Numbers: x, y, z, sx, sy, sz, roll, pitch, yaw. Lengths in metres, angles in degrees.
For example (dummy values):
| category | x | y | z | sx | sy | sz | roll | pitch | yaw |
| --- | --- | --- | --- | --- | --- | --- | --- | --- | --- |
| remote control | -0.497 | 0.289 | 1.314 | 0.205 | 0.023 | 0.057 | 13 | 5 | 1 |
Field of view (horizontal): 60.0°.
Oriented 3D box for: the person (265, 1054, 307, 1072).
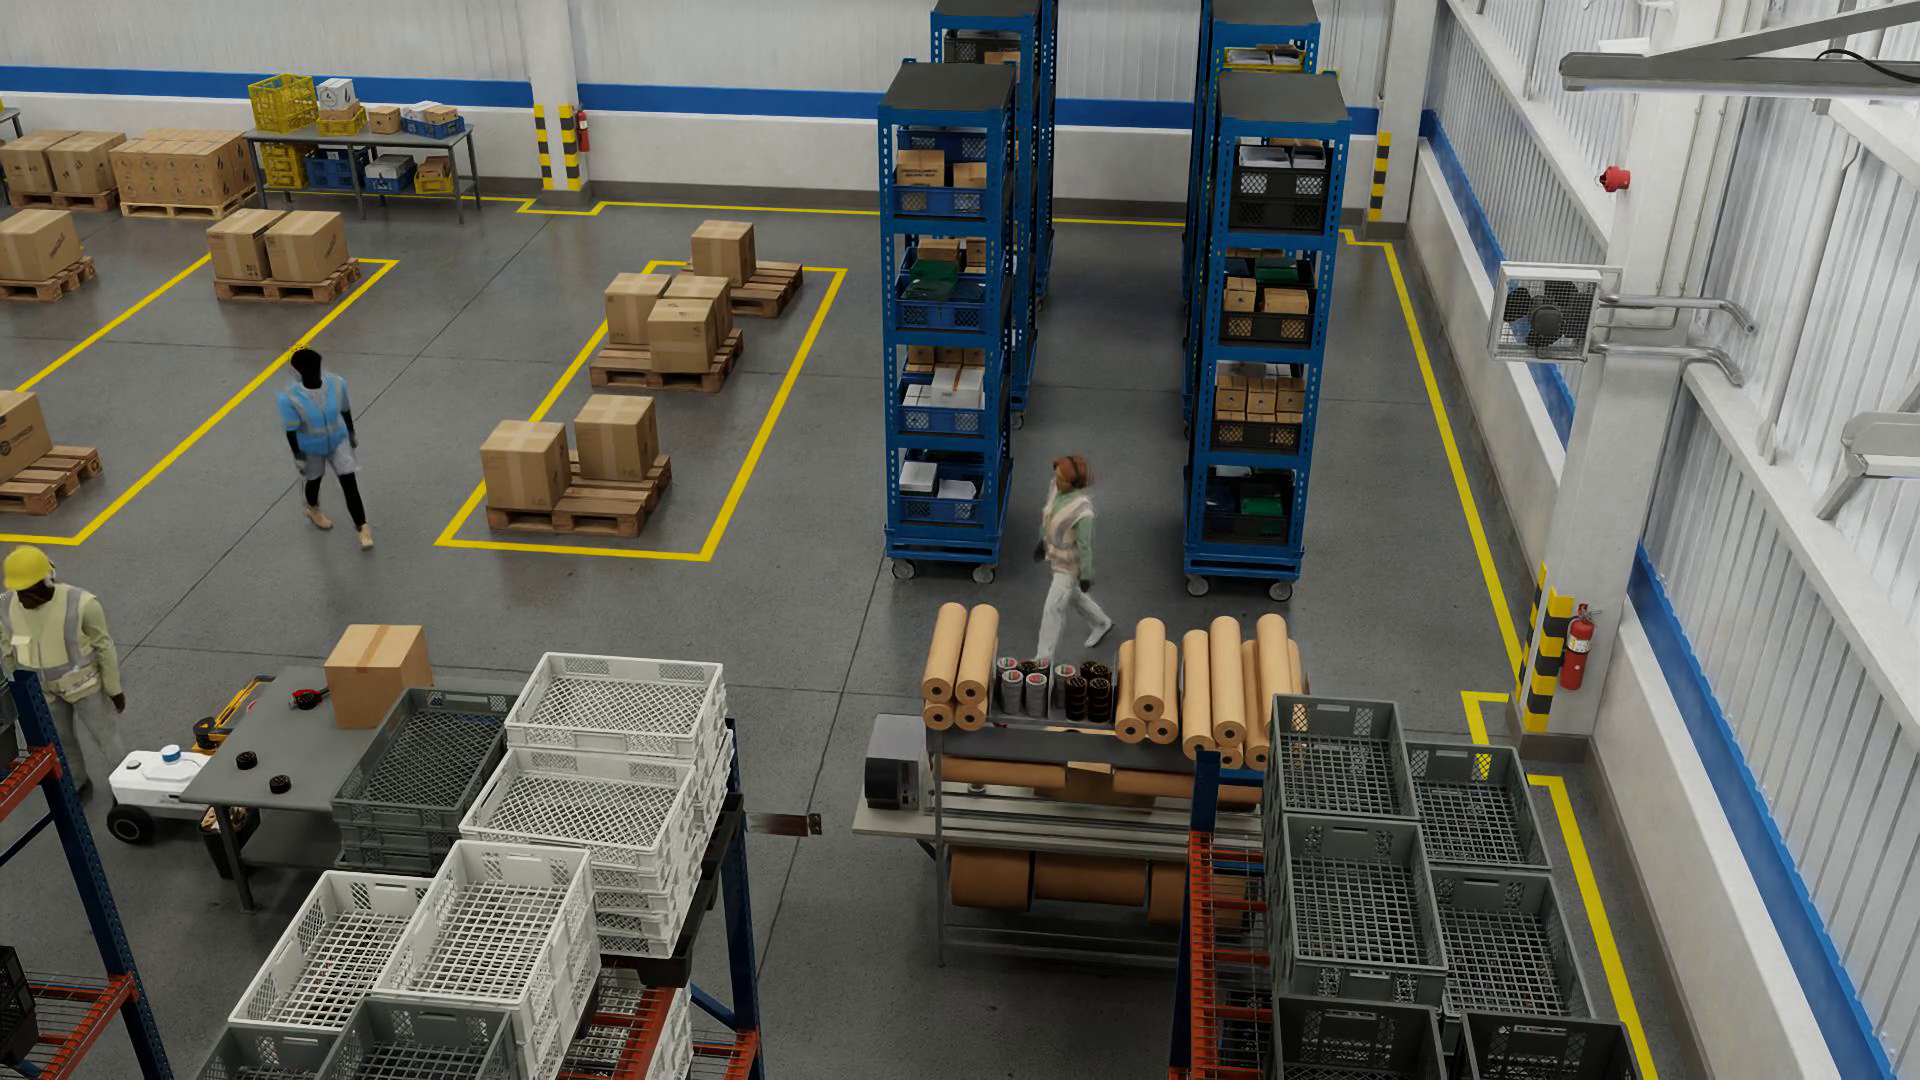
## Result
| category | x | y | z | sx | sy | sz | roll | pitch | yaw |
| --- | --- | --- | --- | --- | --- | --- | --- | --- | --- |
| person | -2.486 | 2.744 | 6.340 | 0.359 | 1.903 | 0.791 | 15 | 33 | 24 |

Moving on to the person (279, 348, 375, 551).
| category | x | y | z | sx | sy | sz | roll | pitch | yaw |
| --- | --- | --- | --- | --- | --- | --- | --- | --- | --- |
| person | -4.801 | -0.726 | 12.530 | 0.567 | 1.642 | 0.896 | -22 | 37 | -33 |

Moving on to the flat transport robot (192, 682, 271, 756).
| category | x | y | z | sx | sy | sz | roll | pitch | yaw |
| --- | --- | --- | --- | --- | --- | --- | --- | --- | --- |
| flat transport robot | -4.089 | 1.163 | 10.648 | 1.431 | 0.197 | 0.652 | 3 | 30 | 6 |

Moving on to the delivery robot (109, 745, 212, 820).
| category | x | y | z | sx | sy | sz | roll | pitch | yaw |
| --- | --- | --- | --- | --- | --- | --- | --- | --- | --- |
| delivery robot | -4.607 | 1.430 | 9.820 | 0.707 | 0.478 | 0.477 | 3 | 30 | 5 |

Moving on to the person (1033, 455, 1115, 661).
| category | x | y | z | sx | sy | sz | roll | pitch | yaw |
| --- | --- | --- | --- | --- | --- | --- | --- | --- | --- |
| person | 0.736 | 0.132 | 11.092 | 0.768 | 1.609 | 0.520 | -9 | 31 | -15 |

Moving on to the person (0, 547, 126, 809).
| category | x | y | z | sx | sy | sz | roll | pitch | yaw |
| --- | --- | --- | --- | --- | --- | --- | --- | --- | --- |
| person | -5.193 | 0.826 | 9.691 | 0.633 | 1.831 | 0.429 | -2 | 30 | -3 |
